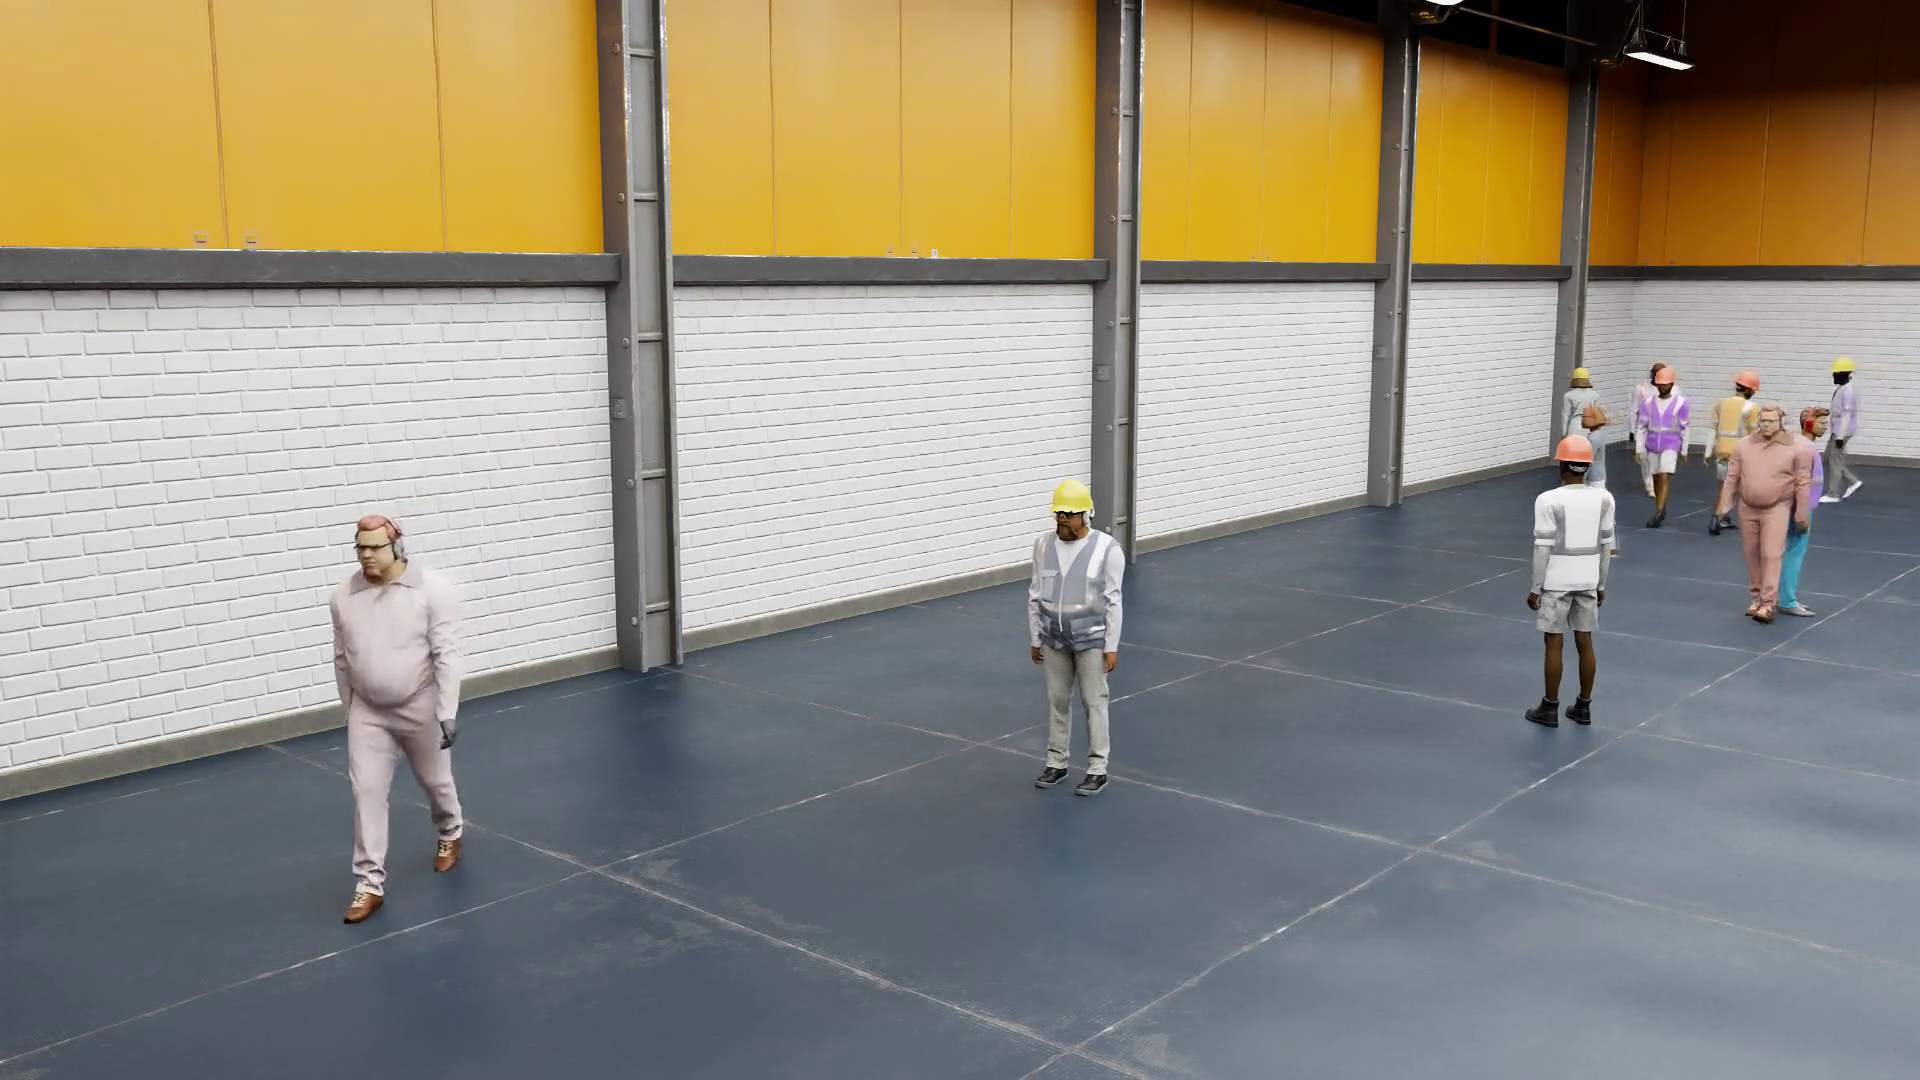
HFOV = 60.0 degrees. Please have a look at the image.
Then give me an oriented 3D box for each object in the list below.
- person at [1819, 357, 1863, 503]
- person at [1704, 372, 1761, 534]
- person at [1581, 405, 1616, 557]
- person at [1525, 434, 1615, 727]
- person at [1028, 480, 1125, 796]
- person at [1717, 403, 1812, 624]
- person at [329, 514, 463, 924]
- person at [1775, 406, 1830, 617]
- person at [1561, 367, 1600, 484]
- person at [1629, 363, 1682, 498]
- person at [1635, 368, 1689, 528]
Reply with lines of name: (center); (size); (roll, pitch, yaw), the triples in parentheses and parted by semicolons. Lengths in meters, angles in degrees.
person: (11.493, -1.424, 21.676); (0.495, 1.913, 0.616); (3, 10, 20)
person: (8.866, -0.988, 19.155); (0.840, 1.899, 0.582); (-5, 10, -30)
person: (6.603, -0.624, 17.641); (0.826, 1.592, 0.521); (4, 10, 23)
person: (4.006, 0.272, 10.974); (0.546, 1.938, 0.360); (-2, 9, -10)
person: (0.652, 0.556, 9.565); (0.586, 1.824, 0.404); (5, 10, 28)
person: (6.864, -0.228, 14.316); (0.847, 1.871, 0.667); (-8, 12, -41)
person: (-2.684, 0.785, 7.989); (0.646, 1.869, 0.958); (0, 9, 1)
person: (7.361, -0.260, 14.608); (0.374, 1.840, 0.569); (3, 10, 21)
person: (8.382, -1.465, 22.533); (0.487, 1.735, 0.332); (0, 9, 2)
person: (9.415, -1.508, 22.547); (0.628, 1.809, 0.914); (4, 10, 26)
person: (8.406, -1.122, 19.904); (0.561, 1.893, 0.998); (7, 11, 38)
